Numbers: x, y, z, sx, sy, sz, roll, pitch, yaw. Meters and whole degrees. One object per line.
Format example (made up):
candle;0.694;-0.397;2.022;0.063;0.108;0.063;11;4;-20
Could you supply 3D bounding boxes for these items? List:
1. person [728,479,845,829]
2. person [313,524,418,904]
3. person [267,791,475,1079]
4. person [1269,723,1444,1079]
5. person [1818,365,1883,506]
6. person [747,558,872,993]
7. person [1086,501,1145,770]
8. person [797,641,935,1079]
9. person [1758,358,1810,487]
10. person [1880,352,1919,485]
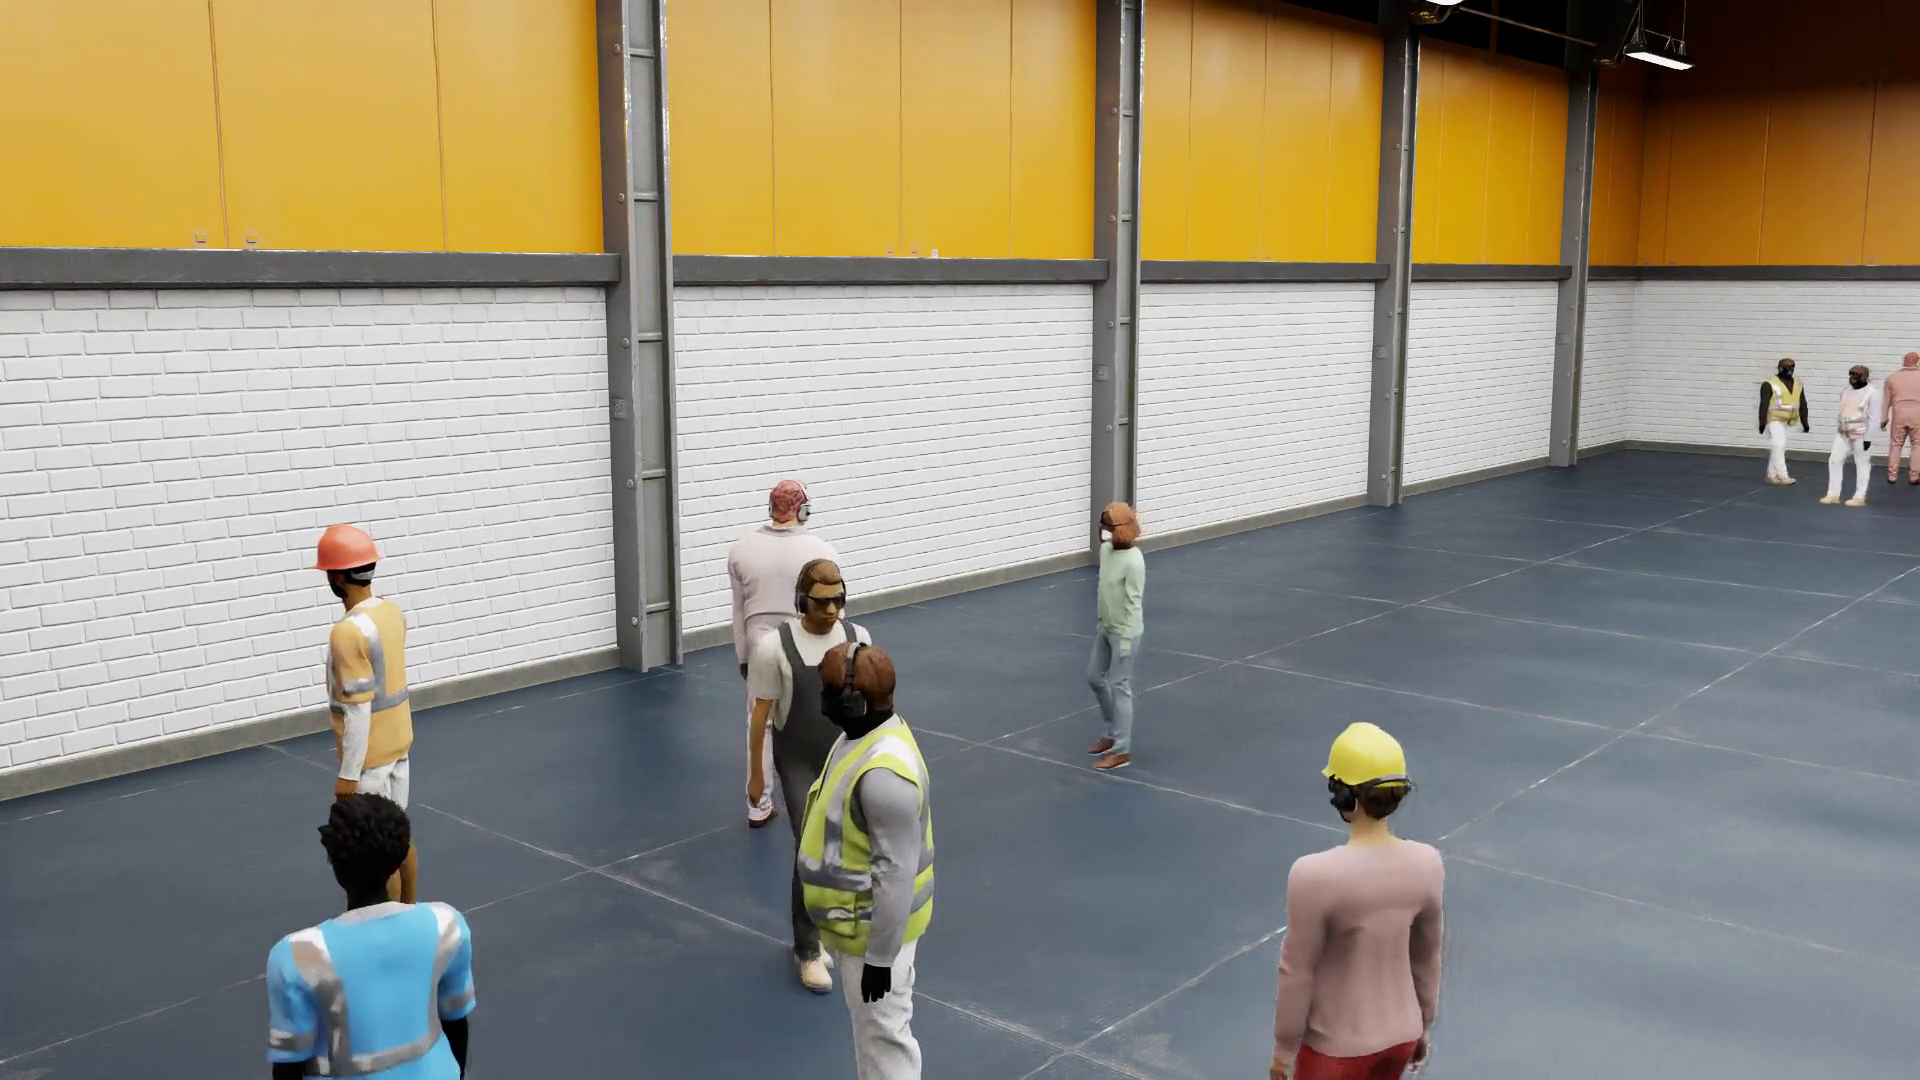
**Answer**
person;-0.906;0.619;8.923;0.636;1.900;0.403;2;9;15
person;-2.540;0.891;7.099;0.376;1.934;0.547;0;9;1
person;-1.471;1.472;4.217;0.559;1.681;0.411;-9;13;-44
person;1.144;1.382;4.594;0.528;1.744;0.621;-5;10;-27
person;11.415;-1.329;21.372;0.697;1.822;0.654;-3;10;-18
person;-0.581;0.967;6.964;0.510;1.815;0.642;-6;11;-34
person;0.937;0.572;10.057;0.329;1.625;0.551;-3;10;-20
person;-0.301;1.223;5.306;0.430;1.838;0.625;-1;9;-9
person;11.664;-1.642;23.423;0.628;1.807;0.895;-2;9;-13
person;13.456;-1.720;23.653;0.675;1.887;0.443;7;12;38
